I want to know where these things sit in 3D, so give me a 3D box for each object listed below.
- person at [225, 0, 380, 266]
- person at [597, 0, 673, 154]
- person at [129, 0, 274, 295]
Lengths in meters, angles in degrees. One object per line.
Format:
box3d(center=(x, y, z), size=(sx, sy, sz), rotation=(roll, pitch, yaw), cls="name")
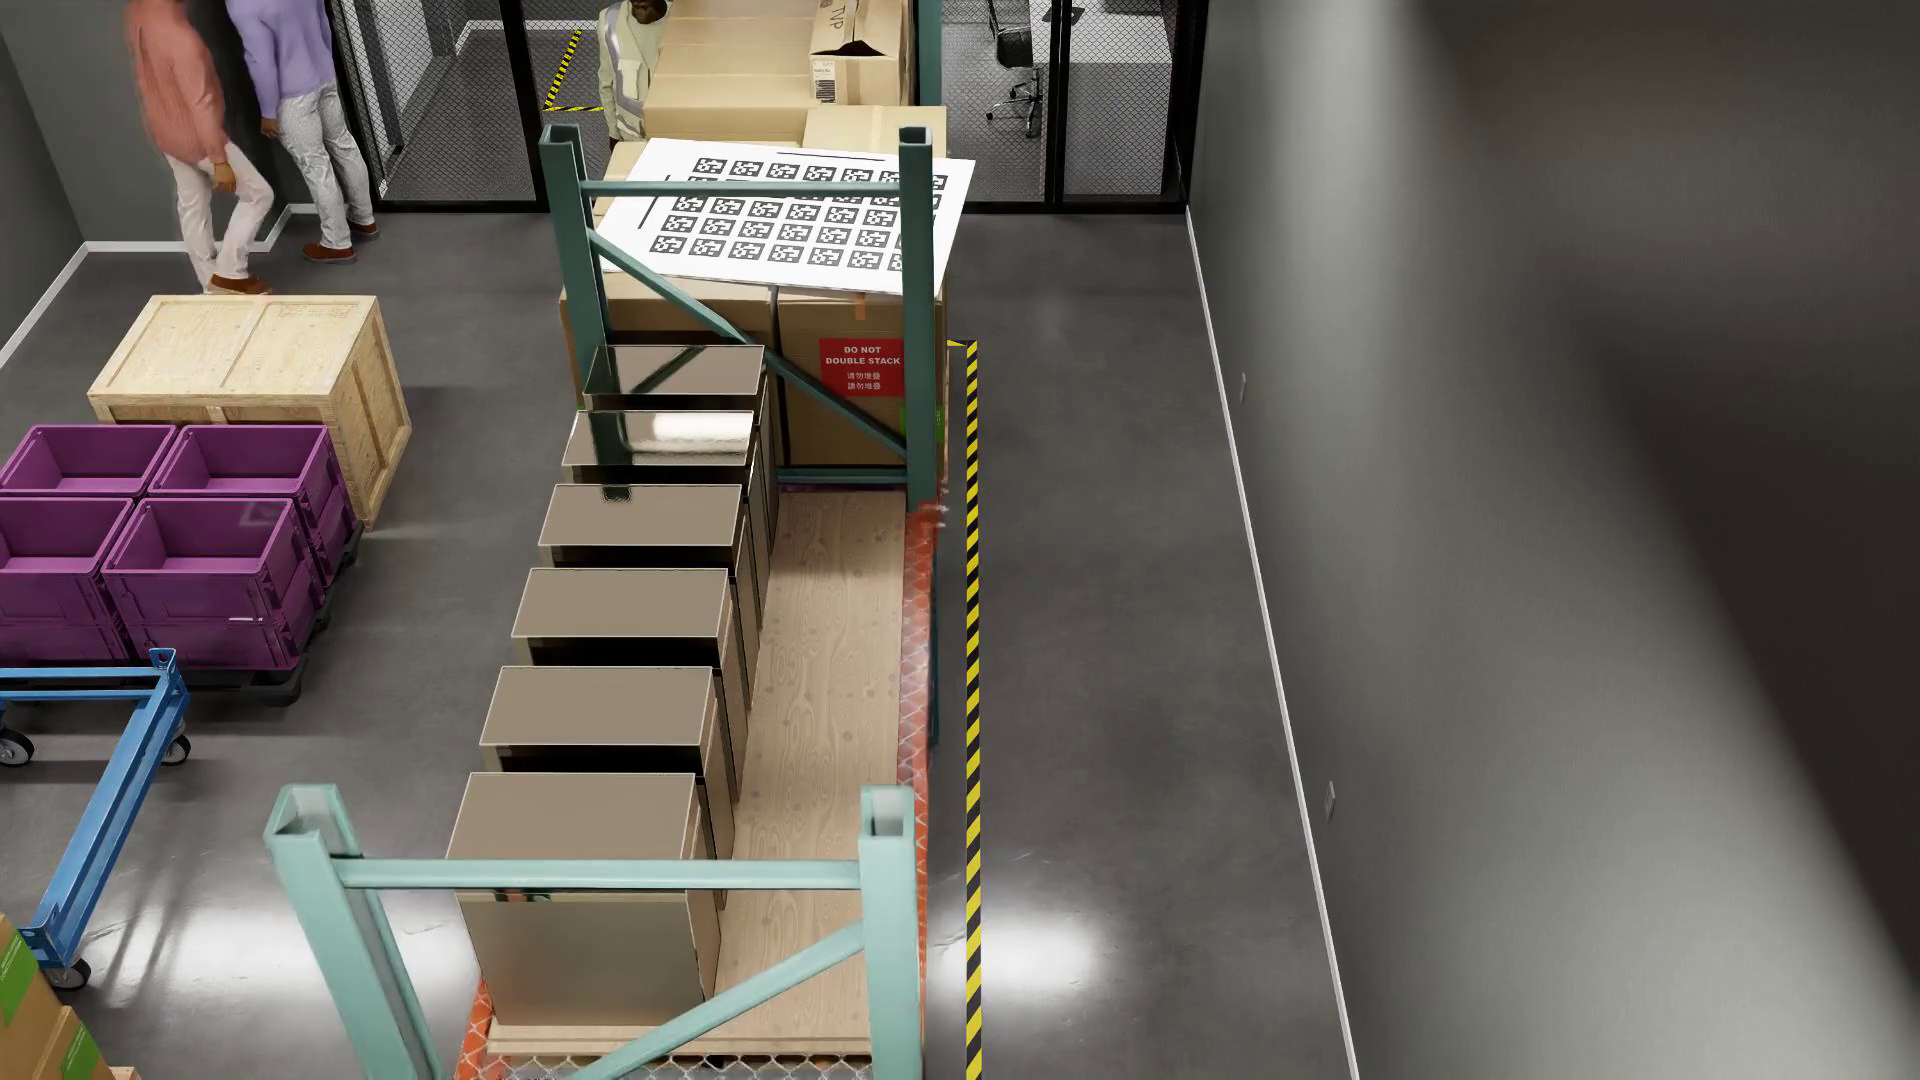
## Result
box3d(center=(-3.406, -2.330, 8.549), size=(0.379, 1.940, 0.629), rotation=(12, 43, 14), cls="person")
box3d(center=(-1.493, -2.072, 8.333), size=(0.588, 1.835, 0.403), rotation=(1, 41, 1), cls="person")
box3d(center=(-3.726, -1.995, 8.147), size=(0.727, 1.960, 0.497), rotation=(32, 50, 31), cls="person")
